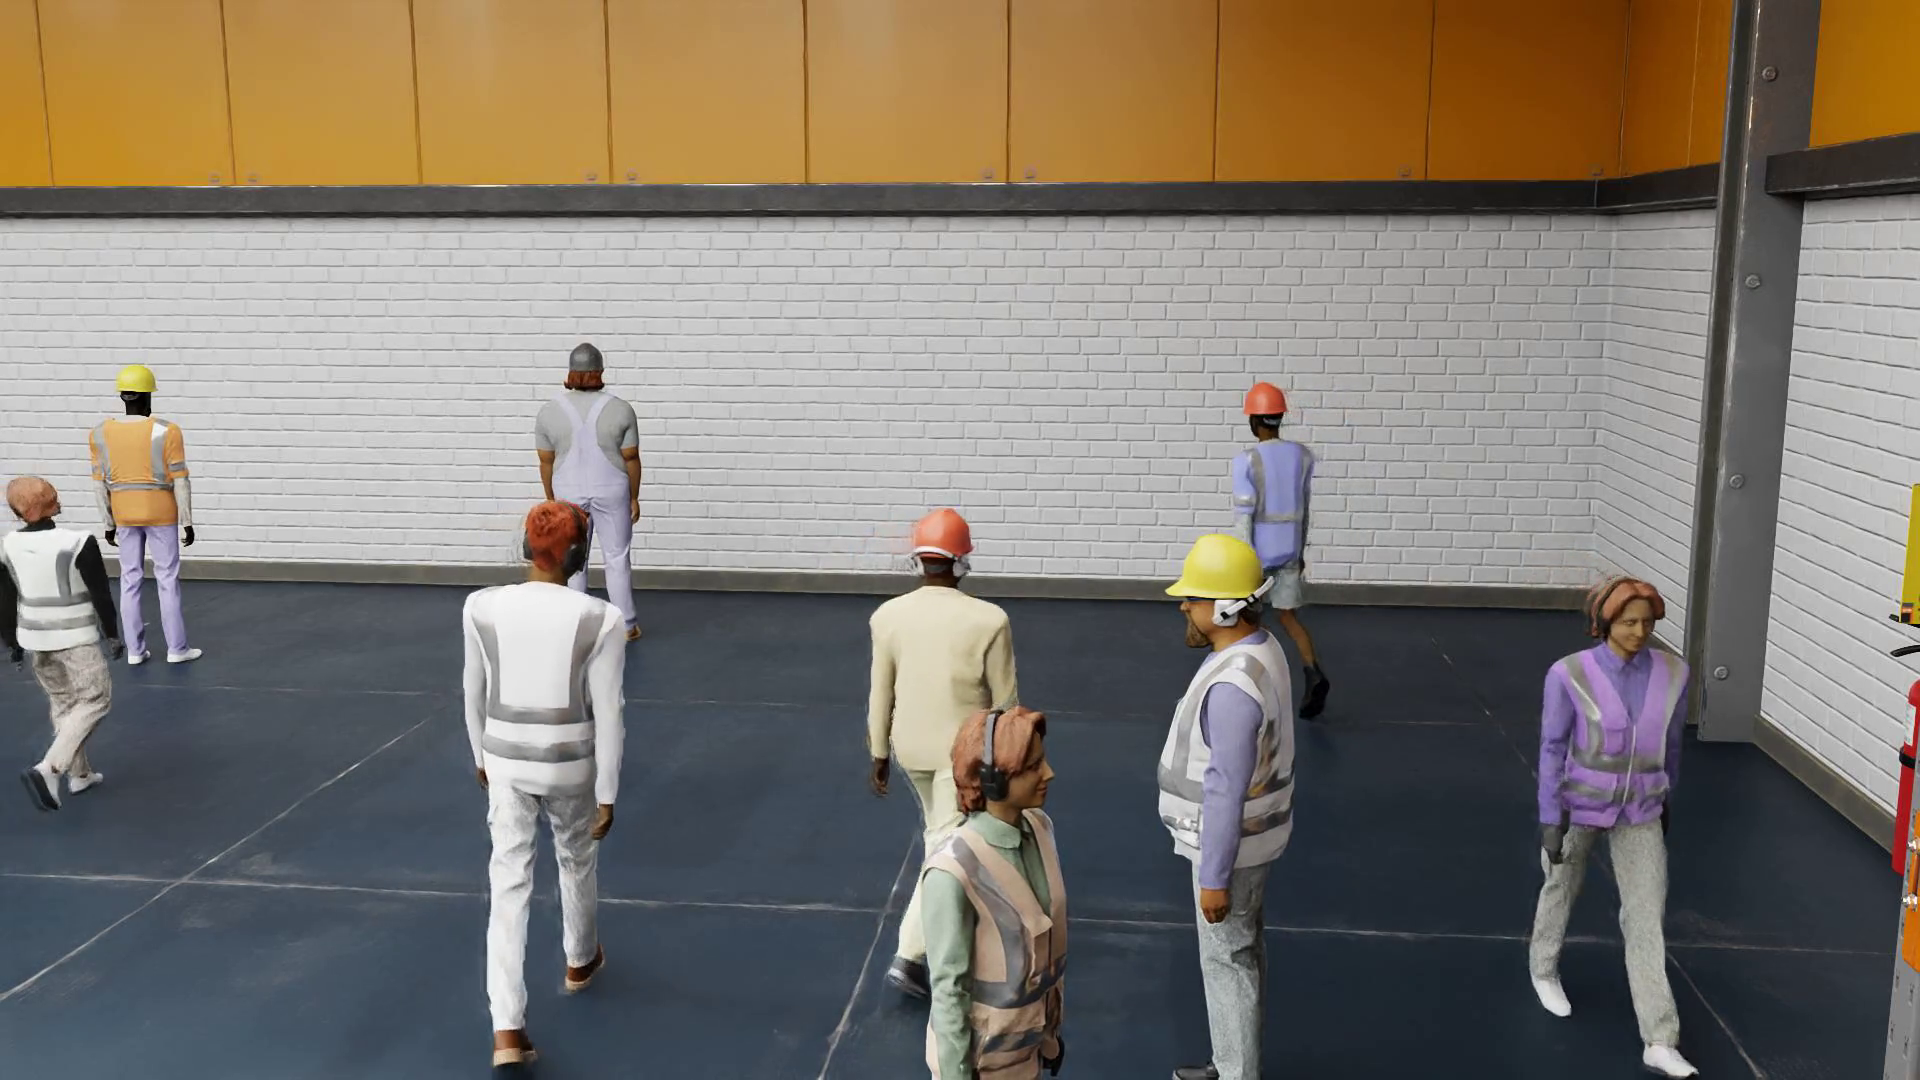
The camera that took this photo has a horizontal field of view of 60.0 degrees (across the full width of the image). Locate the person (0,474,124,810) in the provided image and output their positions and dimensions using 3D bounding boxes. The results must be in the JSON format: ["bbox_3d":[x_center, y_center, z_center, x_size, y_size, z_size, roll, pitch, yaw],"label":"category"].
[{"bbox_3d":[-4.285,0.482,7.894,0.534,1.603,0.645,1,10,6],"label":"person"}]

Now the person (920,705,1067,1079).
[{"bbox_3d":[0.083,1.179,3.797,0.310,1.645,0.514,5,11,27],"label":"person"}]

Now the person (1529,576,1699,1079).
[{"bbox_3d":[2.144,0.911,5.482,0.535,1.590,0.864,-1,10,-4],"label":"person"}]

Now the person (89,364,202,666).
[{"bbox_3d":[-5.182,-0.149,10.591,0.587,1.928,0.363,-1,10,-5],"label":"person"}]

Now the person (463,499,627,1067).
[{"bbox_3d":[-1.395,0.777,5.572,0.585,1.838,1.027,0,10,-2],"label":"person"}]

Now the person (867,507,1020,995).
[{"bbox_3d":[-0.089,0.745,6.057,0.550,1.721,0.855,6,11,29],"label":"person"}]

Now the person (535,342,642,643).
[{"bbox_3d":[-2.470,-0.311,11.190,0.679,2.000,0.537,-1,10,-4],"label":"person"}]

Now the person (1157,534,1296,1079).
[{"bbox_3d":[0.792,0.883,4.995,0.404,1.824,0.586,3,10,17],"label":"person"}]

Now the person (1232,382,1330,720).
[{"bbox_3d":[1.795,0.065,9.425,0.553,1.912,0.810,-4,11,-21],"label":"person"}]
